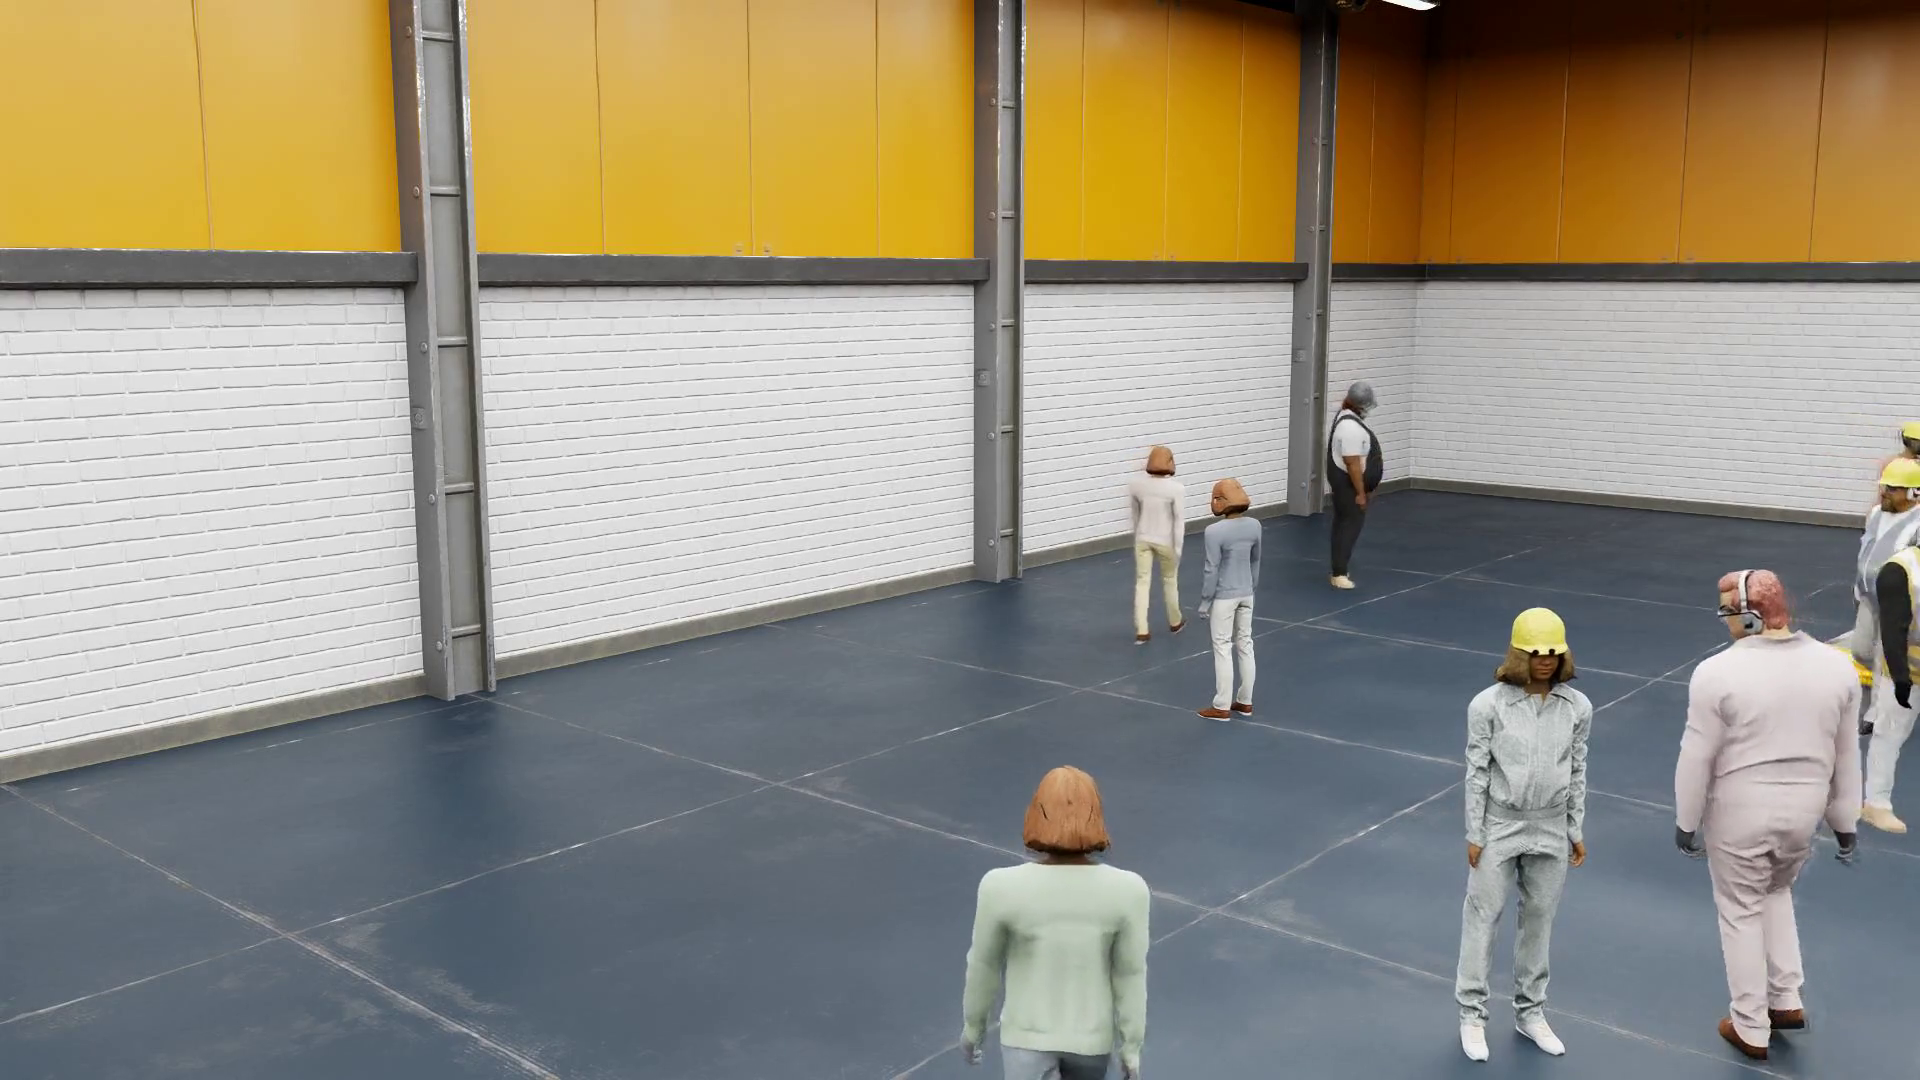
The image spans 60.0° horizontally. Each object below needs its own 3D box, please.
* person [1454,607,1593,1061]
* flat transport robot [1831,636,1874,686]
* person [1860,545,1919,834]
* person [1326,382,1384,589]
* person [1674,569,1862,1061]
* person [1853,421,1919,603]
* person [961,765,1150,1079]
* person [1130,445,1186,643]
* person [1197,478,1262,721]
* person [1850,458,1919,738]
[{"bbox_3d":[2.152,1.110,6.316,0.487,1.744,0.312,-1,9,-6],"label":"person"},{"bbox_3d":[6.933,0.863,12.475,0.652,0.197,1.431,9,12,44],"label":"flat transport robot"},{"bbox_3d":[5.080,0.713,8.625,0.640,1.806,0.899,-1,9,-5],"label":"person"},{"bbox_3d":[3.791,-0.579,15.991,0.534,2.000,0.807,1,9,6],"label":"person"},{"bbox_3d":[3.046,1.037,6.358,0.680,1.875,0.464,0,9,-3],"label":"person"},{"bbox_3d":[8.118,-0.175,14.380,0.538,1.740,0.506,-3,10,-20],"label":"person"},{"bbox_3d":[0.278,1.437,4.764,0.515,1.593,0.849,-1,9,-8],"label":"person"},{"bbox_3d":[1.629,0.022,13.620,0.510,1.611,0.650,5,10,27],"label":"person"},{"bbox_3d":[1.806,0.396,11.147,0.497,1.632,0.289,-7,11,-36],"label":"person"},{"bbox_3d":[6.039,0.371,10.712,0.588,1.819,0.607,-1,9,-8],"label":"person"}]
